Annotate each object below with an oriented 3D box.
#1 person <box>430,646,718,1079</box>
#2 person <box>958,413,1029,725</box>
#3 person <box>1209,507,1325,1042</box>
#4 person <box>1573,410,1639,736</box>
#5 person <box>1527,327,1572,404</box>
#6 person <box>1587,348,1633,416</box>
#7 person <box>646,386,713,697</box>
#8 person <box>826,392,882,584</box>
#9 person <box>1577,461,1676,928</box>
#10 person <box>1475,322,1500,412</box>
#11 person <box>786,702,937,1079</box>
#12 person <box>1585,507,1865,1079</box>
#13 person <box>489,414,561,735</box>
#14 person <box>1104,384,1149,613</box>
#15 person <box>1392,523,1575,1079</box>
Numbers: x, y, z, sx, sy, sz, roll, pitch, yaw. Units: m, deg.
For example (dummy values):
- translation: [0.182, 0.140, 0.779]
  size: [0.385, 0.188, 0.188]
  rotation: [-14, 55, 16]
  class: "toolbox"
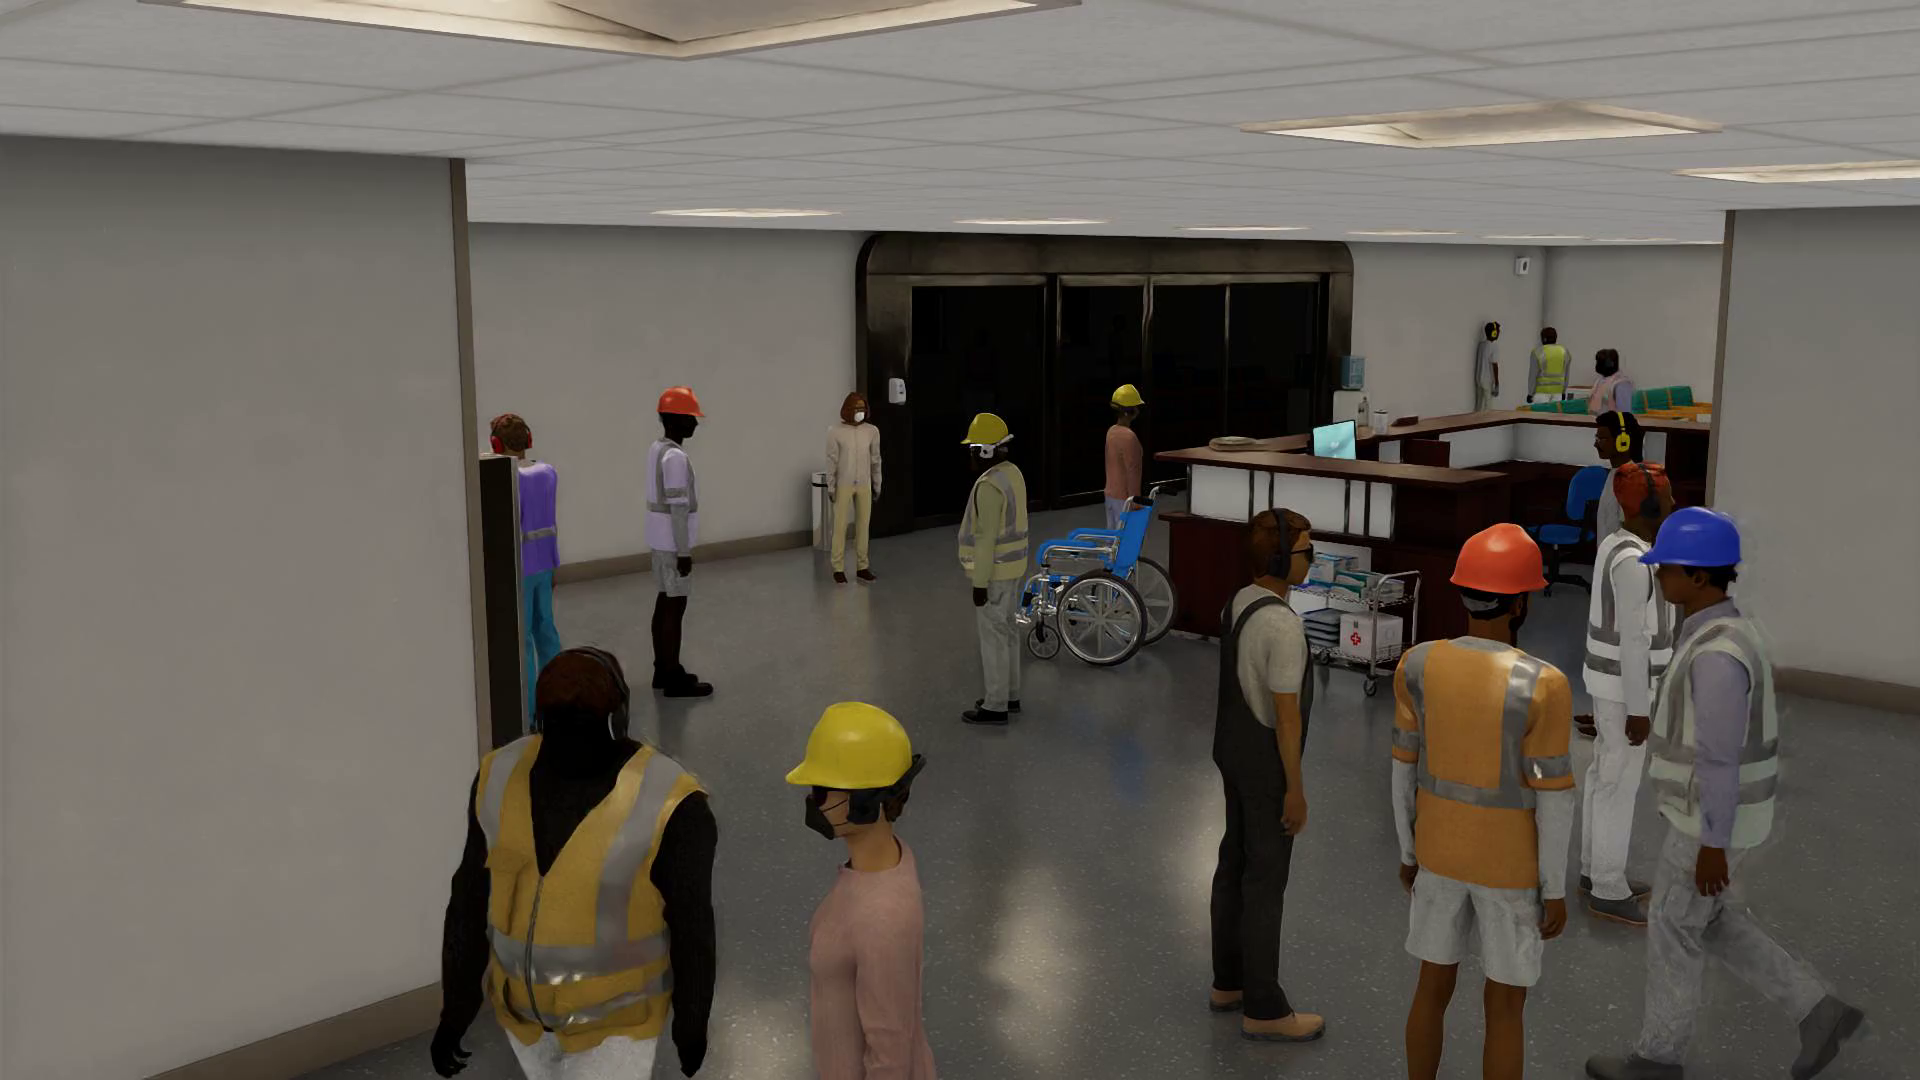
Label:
- translation: [-0.895, 1.123, 4.020]
  size: [0.631, 1.800, 0.918]
  rotation: [4, 10, 21]
  class: "person"
- translation: [0.192, 0.168, 9.750]
  size: [0.403, 1.824, 0.596]
  rotation: [3, 10, 16]
  class: "person"
- translation: [1.060, 0.802, 5.781]
  size: [0.351, 1.846, 0.506]
  rotation: [-2, 10, -13]
  class: "person"
- translation: [3.731, 0.194, 9.479]
  size: [0.326, 1.862, 0.508]
  rotation: [2, 10, 14]
  class: "person"
- translation: [8.321, -2.097, 23.596]
  size: [0.624, 1.840, 0.429]
  rotation: [-2, 9, -11]
  class: "person"
- translation: [6.955, -1.127, 17.693]
  size: [0.546, 1.823, 0.684]
  rotation: [0, 9, -3]
  class: "person"
- translation: [-1.764, 0.007, 10.387]
  size: [0.376, 1.934, 0.547]
  rotation: [-4, 10, -22]
  class: "person"
- translation: [-0.897, -0.444, 14.116]
  size: [0.504, 1.627, 0.285]
  rotation: [-5, 10, -27]
  class: "person"
- translation: [2.737, 0.618, 6.803]
  size: [0.355, 1.883, 0.575]
  rotation: [2, 10, 14]
  class: "person"
- translation: [7.972, -2.368, 25.191]
  size: [0.324, 1.863, 0.524]
  rotation: [-4, 10, -21]
  class: "person"
- translation: [-0.202, 1.208, 3.542]
  size: [0.312, 1.769, 0.522]
  rotation: [-1, 9, -6]
  class: "person"
- translation: [2.447, 0.852, 5.233]
  size: [0.722, 1.924, 0.624]
  rotation: [4, 10, 23]
  class: "person"
- translation: [-2.484, 0.205, 9.476]
  size: [0.390, 1.838, 0.564]
  rotation: [4, 10, 25]
  class: "person"
- translation: [1.280, -0.319, 12.897]
  size: [0.300, 1.771, 0.532]
  rotation: [-3, 10, -15]
  class: "person"
- translation: [1.514, 0.913, 4.820]
  size: [0.543, 1.939, 0.359]
  rotation: [9, 13, 44]
  class: "person"
